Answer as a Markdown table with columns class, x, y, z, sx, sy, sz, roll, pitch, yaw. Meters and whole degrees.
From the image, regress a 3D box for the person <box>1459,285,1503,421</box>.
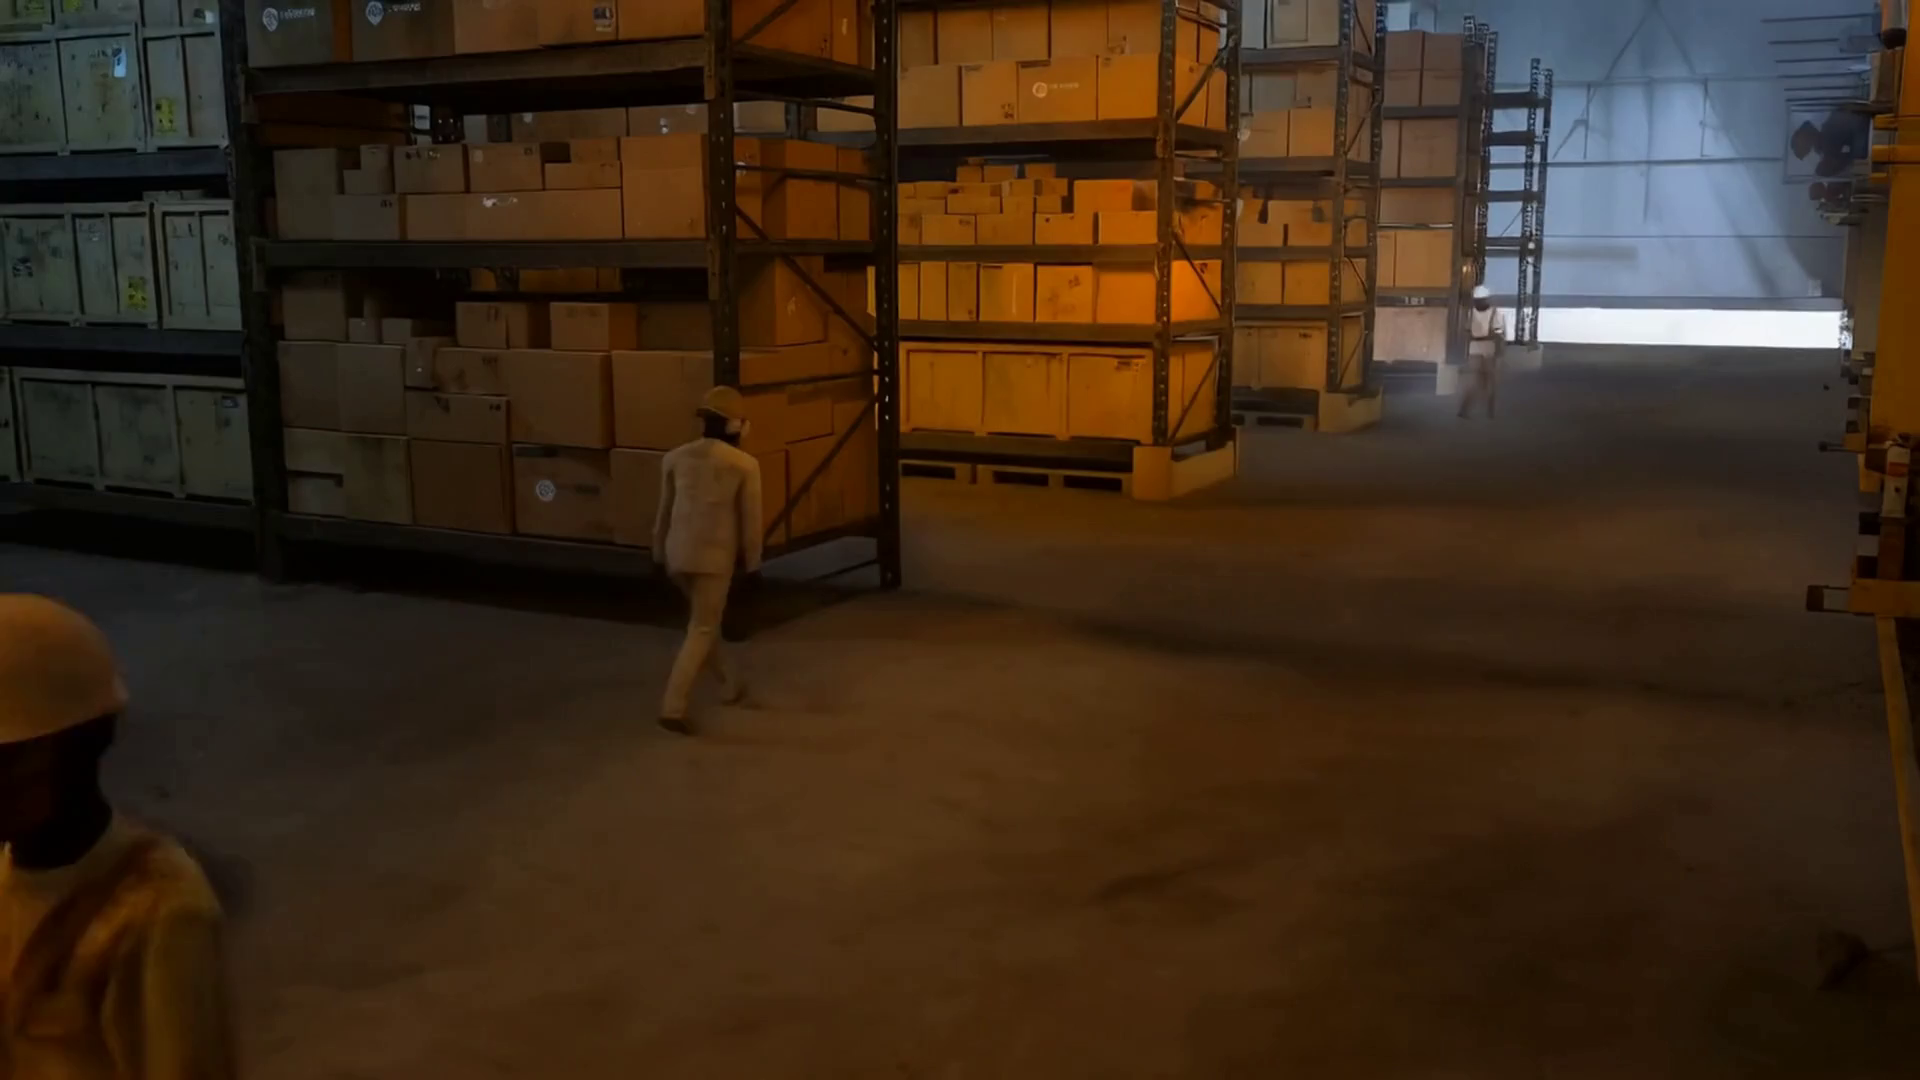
| class | x | y | z | sx | sy | sz | roll | pitch | yaw |
| --- | --- | --- | --- | --- | --- | --- | --- | --- | --- |
| person | 7.300 | -2.609 | 23.261 | 0.563 | 1.885 | 1.012 | 6 | 11 | 30 |

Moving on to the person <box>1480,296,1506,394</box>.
| class | x | y | z | sx | sy | sz | roll | pitch | yaw |
| --- | --- | --- | --- | --- | --- | --- | --- | --- | --- |
| person | 8.784 | -3.230 | 27.592 | 0.517 | 1.625 | 0.375 | 5 | 11 | 26 |

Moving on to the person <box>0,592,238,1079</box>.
| class | x | y | z | sx | sy | sz | roll | pitch | yaw |
| --- | --- | --- | --- | --- | --- | --- | --- | --- | --- |
| person | -1.241 | 1.010 | 2.264 | 0.571 | 1.884 | 0.972 | 7 | 12 | 34 |

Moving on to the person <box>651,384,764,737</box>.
| class | x | y | z | sx | sy | sz | roll | pitch | yaw |
| --- | --- | --- | --- | --- | --- | --- | --- | --- | --- |
| person | -1.273 | 0.092 | 8.177 | 0.586 | 1.694 | 0.853 | 6 | 11 | 31 |
